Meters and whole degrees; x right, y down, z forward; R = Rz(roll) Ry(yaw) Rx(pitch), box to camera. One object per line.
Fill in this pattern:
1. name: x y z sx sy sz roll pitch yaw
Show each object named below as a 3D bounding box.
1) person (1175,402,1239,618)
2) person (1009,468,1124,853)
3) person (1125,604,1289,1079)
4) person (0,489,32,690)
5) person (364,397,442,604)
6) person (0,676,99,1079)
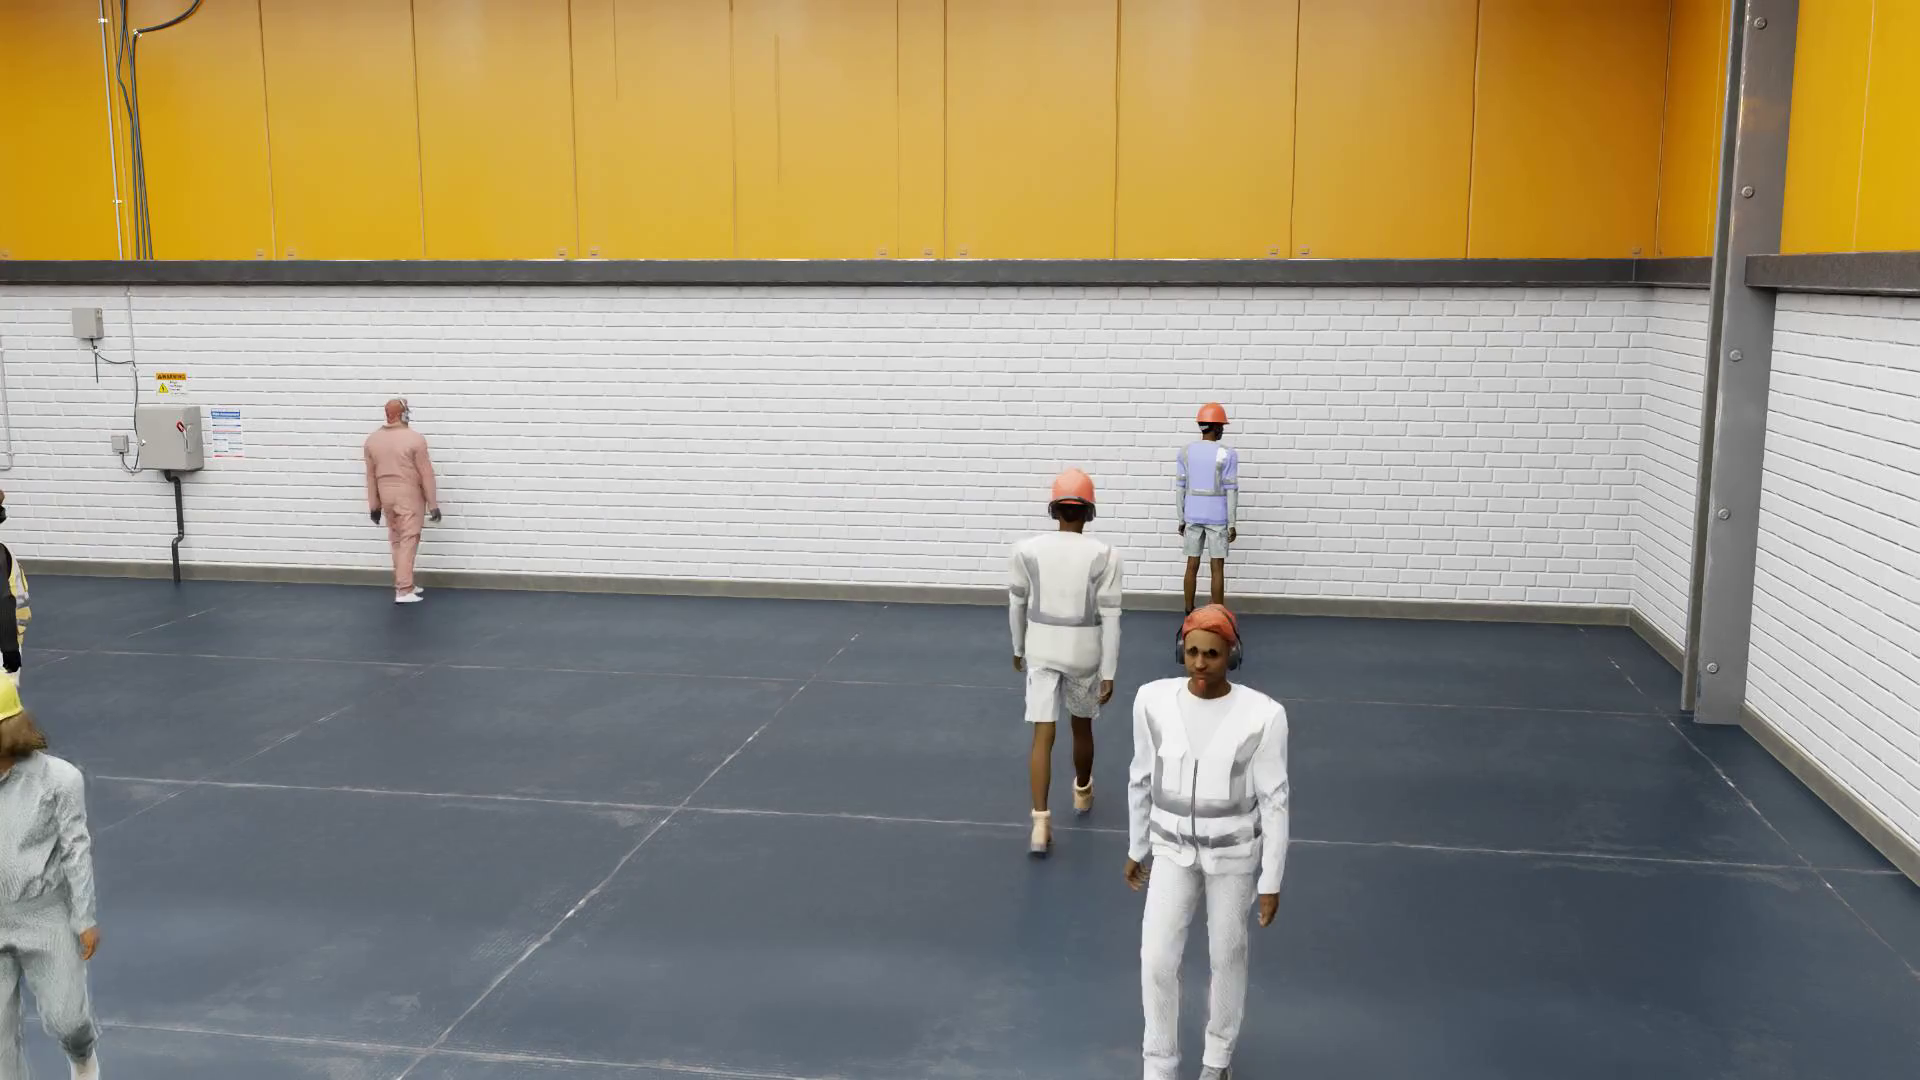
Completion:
1. person: 2.083 -0.188 13.984 0.547 1.934 0.376 6 11 31
2. person: 0.560 0.615 8.898 0.628 1.992 1.077 2 9 11
3. person: 0.827 1.164 5.856 0.616 1.861 0.718 4 10 23
4. person: -5.574 0.575 9.562 0.633 1.841 0.429 7 11 36
5. person: -5.118 -0.373 15.318 0.655 1.910 0.524 4 10 21
6. person: -3.174 1.266 5.632 0.486 1.731 0.578 -3 10 -16
